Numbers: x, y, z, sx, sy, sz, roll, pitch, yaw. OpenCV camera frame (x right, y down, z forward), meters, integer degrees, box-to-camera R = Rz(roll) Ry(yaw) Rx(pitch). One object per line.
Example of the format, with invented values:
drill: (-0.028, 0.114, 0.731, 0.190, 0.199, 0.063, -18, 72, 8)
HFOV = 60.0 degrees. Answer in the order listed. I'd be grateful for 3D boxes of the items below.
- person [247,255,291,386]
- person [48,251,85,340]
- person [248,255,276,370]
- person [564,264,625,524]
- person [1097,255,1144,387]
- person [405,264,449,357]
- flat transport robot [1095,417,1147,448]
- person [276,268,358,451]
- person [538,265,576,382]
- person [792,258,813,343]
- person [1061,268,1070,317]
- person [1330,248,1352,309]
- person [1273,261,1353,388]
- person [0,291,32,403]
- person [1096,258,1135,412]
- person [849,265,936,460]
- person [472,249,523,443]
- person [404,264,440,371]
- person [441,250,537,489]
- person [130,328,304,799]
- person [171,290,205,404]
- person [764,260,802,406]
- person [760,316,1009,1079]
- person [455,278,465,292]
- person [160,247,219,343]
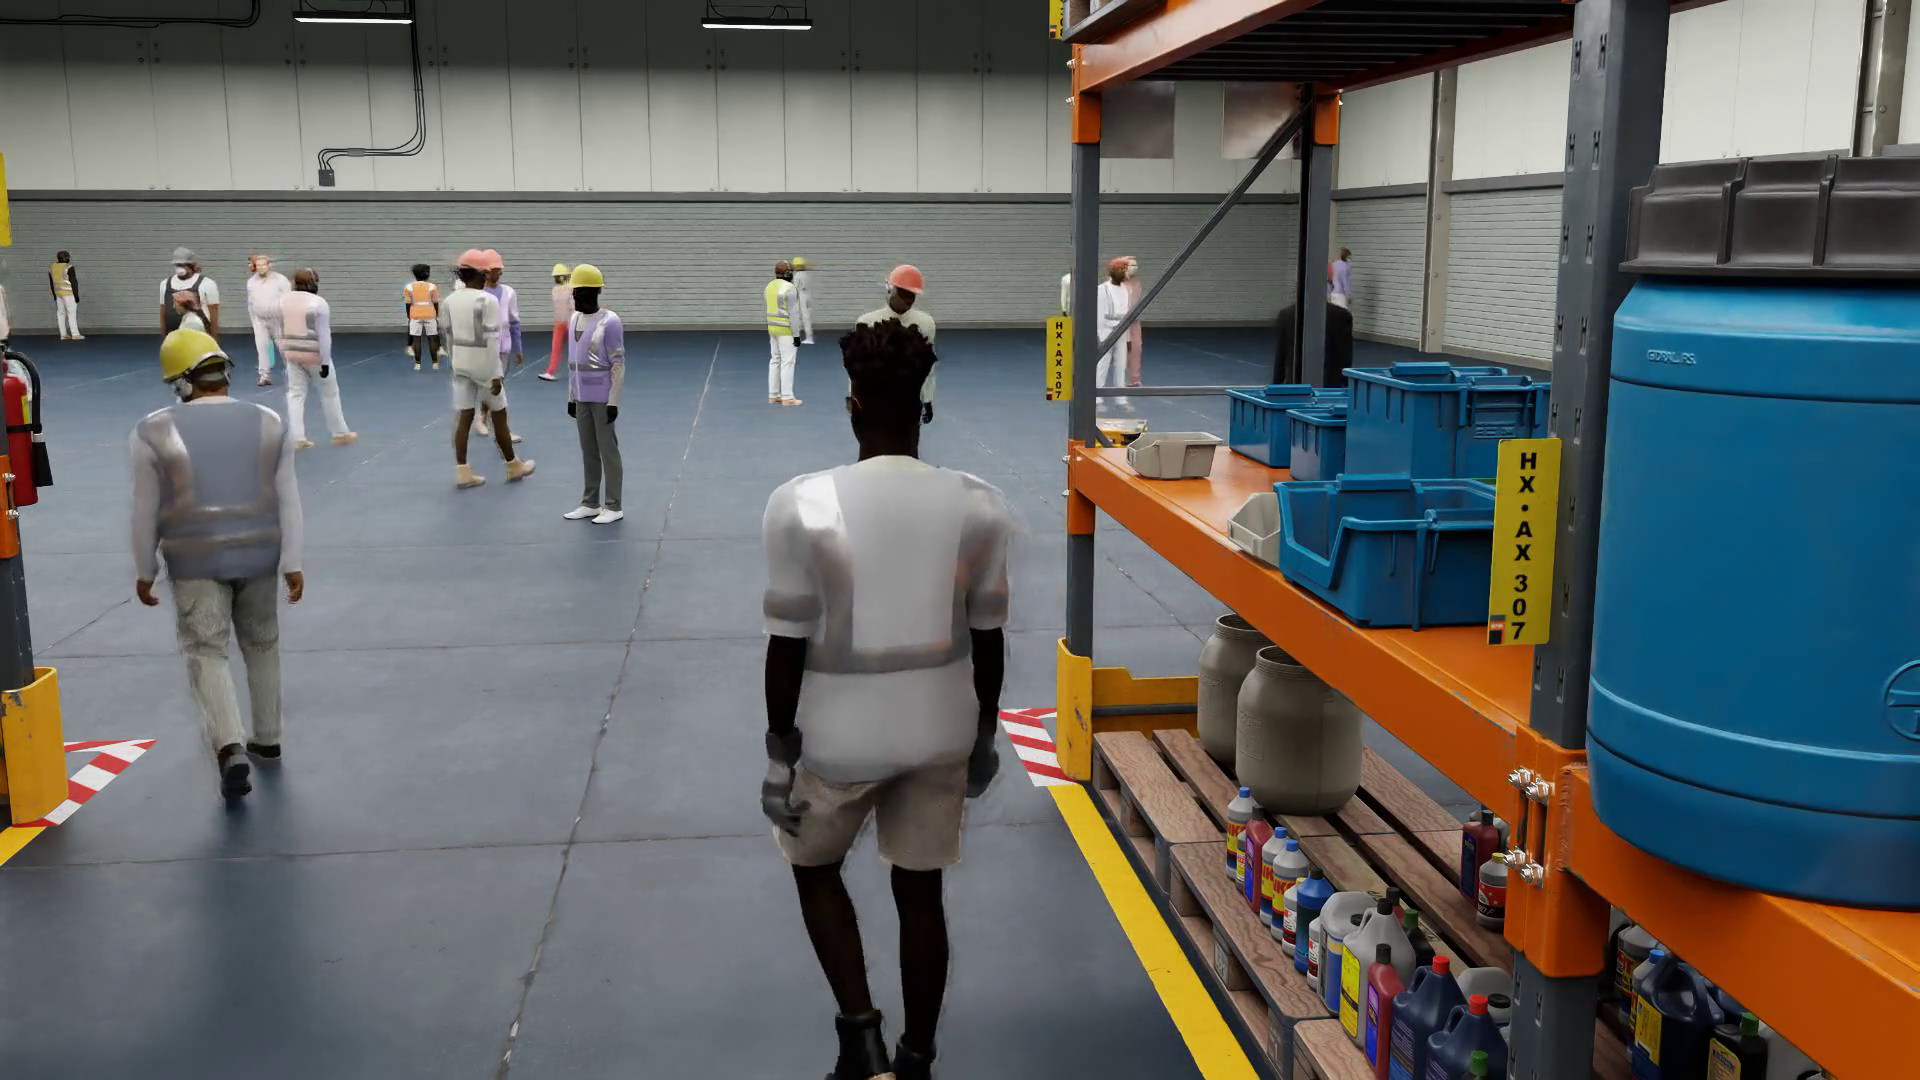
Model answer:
person: (-9.965, -3.189, 24.104, 0.641, 1.888, 0.834, 0, 10, -2)
person: (-18.612, -5.090, 34.645, 0.621, 1.837, 0.430, 3, 11, 17)
person: (-11.239, -3.669, 26.827, 0.374, 1.841, 0.575, -3, 11, -14)
person: (-2.742, -1.085, 12.428, 0.584, 1.928, 0.372, 9, 14, 41)
person: (2.265, -3.033, 23.247, 0.641, 1.878, 0.792, -8, 13, -37)
person: (-9.569, -4.085, 29.633, 0.880, 1.655, 0.534, 6, 12, 30)
flat transport robot: (1.548, -1.082, 16.958, 0.652, 0.197, 1.431, 2, 10, 9)
person: (-6.524, -1.830, 16.829, 0.643, 1.807, 0.851, 3, 11, 15)
person: (-5.843, -3.193, 24.553, 0.535, 1.716, 0.904, 6, 12, 28)
person: (-3.309, -4.799, 33.373, 0.849, 1.701, 0.508, 3, 11, 16)
person: (2.113, -4.206, 29.959, 0.592, 1.788, 0.945, 0, 10, 3)
person: (7.671, -4.938, 33.670, 0.401, 1.901, 0.724, -1, 10, -7)
person: (2.706, -1.173, 12.796, 0.615, 1.979, 0.545, 6, 12, 30)
person: (-12.288, -2.627, 21.034, 0.999, 1.875, 0.599, -7, 12, -33)
person: (1.890, -2.492, 20.301, 0.577, 1.885, 0.381, -8, 13, -39)
person: (-0.485, -1.037, 12.186, 0.653, 1.917, 1.055, -2, 10, -9)
person: (-4.932, -2.039, 17.457, 0.985, 2.011, 0.618, 9, 14, 42)
person: (-8.557, -3.532, 26.483, 0.532, 1.696, 0.319, -4, 11, -20)
person: (-4.086, -1.467, 14.287, 0.636, 2.009, 0.847, 5, 11, 25)
person: (-2.819, 0.087, 6.401, 0.608, 1.793, 0.751, -8, 13, -39)
person: (-7.636, -1.717, 16.766, 0.770, 1.607, 0.521, -7, 13, -35)
person: (-2.220, -2.618, 21.112, 0.429, 1.837, 0.628, -8, 13, -38)
person: (-0.183, 0.449, 3.960, 0.629, 1.945, 0.428, -4, 11, -21)
person: (-7.209, -3.315, 24.750, 0.554, 1.901, 0.954, -2, 10, -10)
person: (-9.377, -2.573, 20.276, 0.685, 2.000, 0.728, 0, 10, -1)
